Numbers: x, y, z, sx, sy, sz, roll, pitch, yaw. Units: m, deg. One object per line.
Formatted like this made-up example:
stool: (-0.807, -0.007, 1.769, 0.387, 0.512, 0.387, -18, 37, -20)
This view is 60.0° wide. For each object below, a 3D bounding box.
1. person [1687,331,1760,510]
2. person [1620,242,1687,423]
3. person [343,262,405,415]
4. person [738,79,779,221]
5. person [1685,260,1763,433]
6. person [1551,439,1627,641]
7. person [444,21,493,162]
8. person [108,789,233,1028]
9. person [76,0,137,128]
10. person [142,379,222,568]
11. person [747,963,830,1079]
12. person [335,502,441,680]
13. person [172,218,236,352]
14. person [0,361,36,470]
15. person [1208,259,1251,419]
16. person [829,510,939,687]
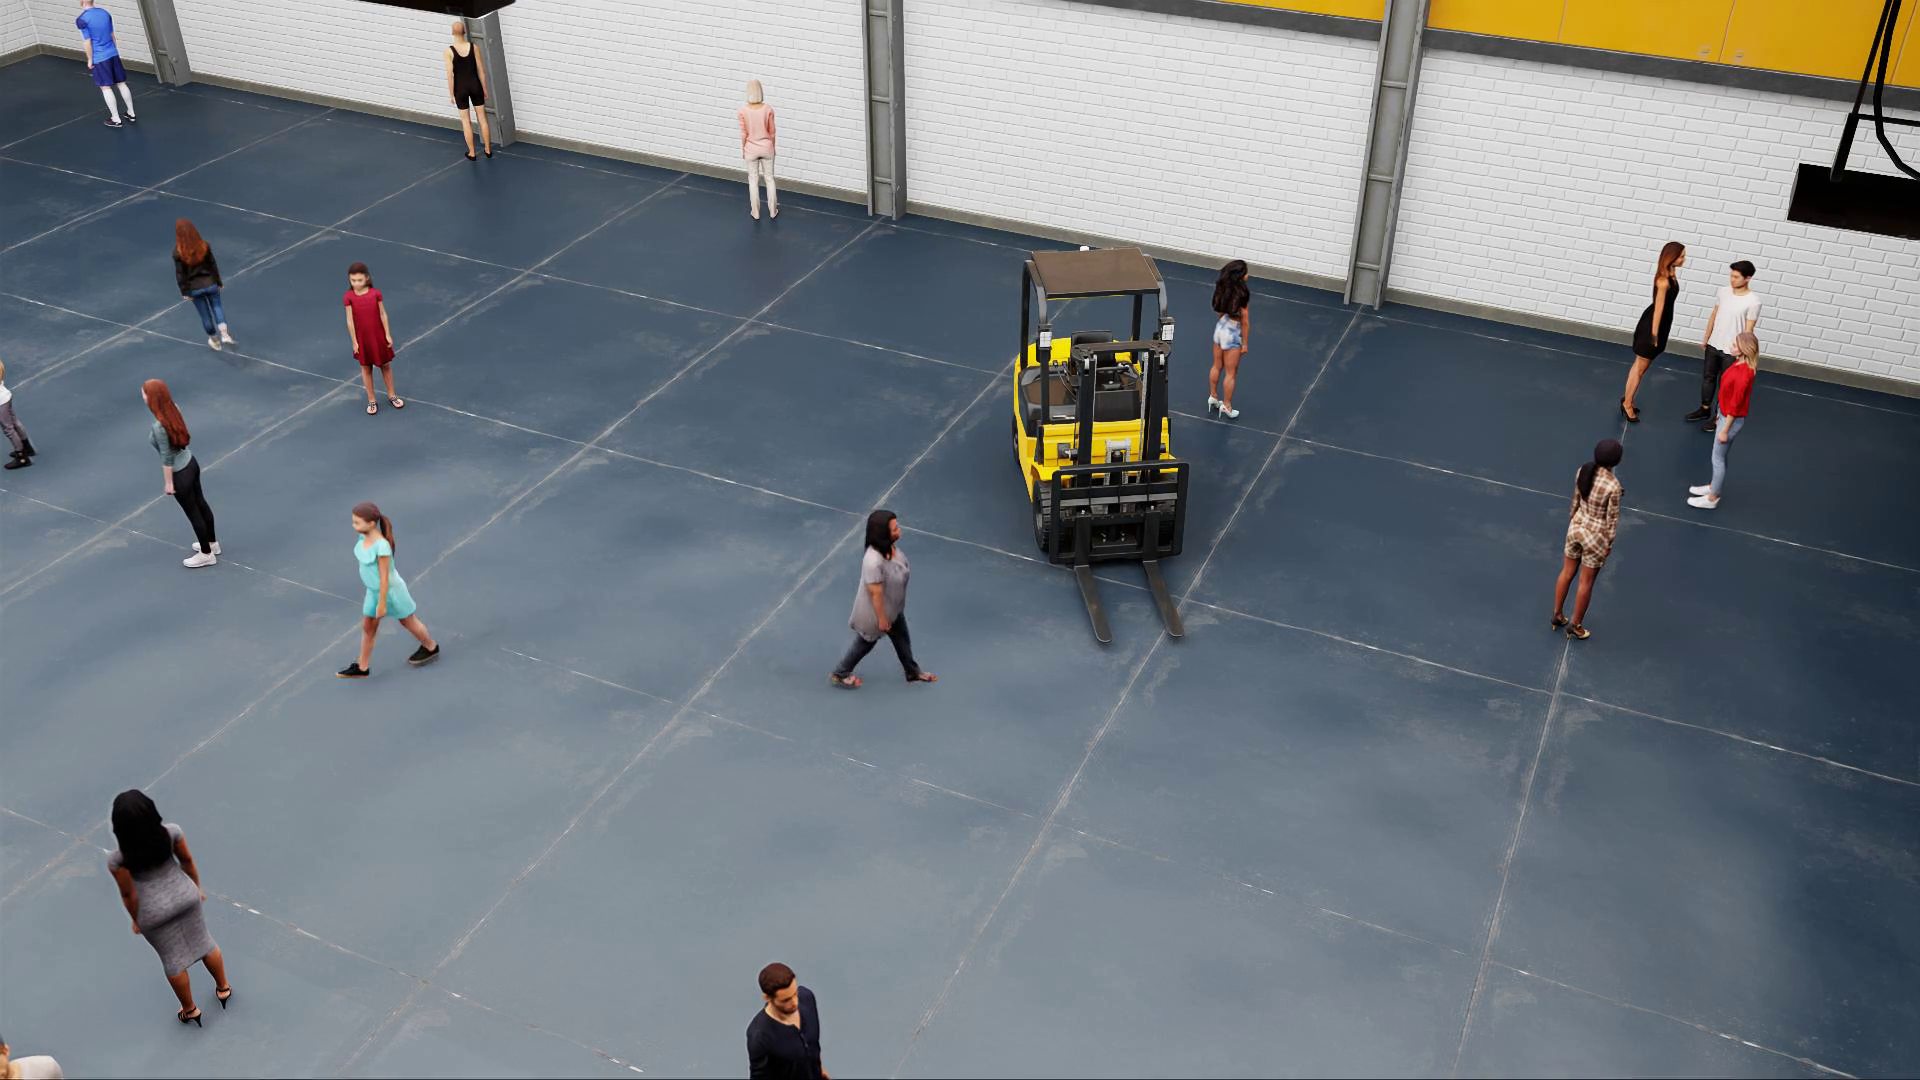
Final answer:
person: (6.791, -1.059, 14.672, 0.532, 1.705, 0.622, 12, 35, 17)
person: (6.656, -2.001, 15.973, 0.520, 1.834, 0.580, 15, 37, 22)
person: (-5.750, -1.998, 16.223, 0.677, 1.552, 0.737, -16, 37, -22)
person: (-2.443, -4.750, 20.207, 0.651, 1.725, 0.742, -6, 34, -10)
person: (7.346, -1.877, 15.894, 0.779, 1.715, 0.695, -16, 37, -22)
person: (4.910, -0.005, 13.005, 0.741, 1.795, 0.661, -17, 37, -23)
person: (-6.464, -5.905, 21.862, 0.716, 1.816, 0.715, -18, 38, -25)
person: (-4.640, 2.159, 9.761, 0.626, 1.781, 0.647, 29, 43, 36)
person: (-11.839, -6.670, 22.990, 0.536, 1.841, 0.660, 15, 36, 21)
person: (-6.505, -0.566, 13.895, 0.677, 1.743, 0.662, -1, 34, -1)
person: (-0.888, 2.858, 8.642, 0.573, 1.858, 0.683, 21, 39, 28)
person: (-4.306, 0.370, 12.694, 0.915, 1.515, 1.042, -24, 40, -31)
person: (-7.828, -2.620, 17.224, 0.698, 1.479, 0.749, -23, 40, -31)
person: (-8.883, -1.285, 15.400, 0.618, 1.275, 0.567, -8, 34, -12)
person: (2.602, -1.950, 16.086, 0.734, 1.623, 0.657, -17, 37, -24)
person: (-0.679, 0.475, 12.484, 1.132, 1.571, 0.825, 4, 34, 6)
